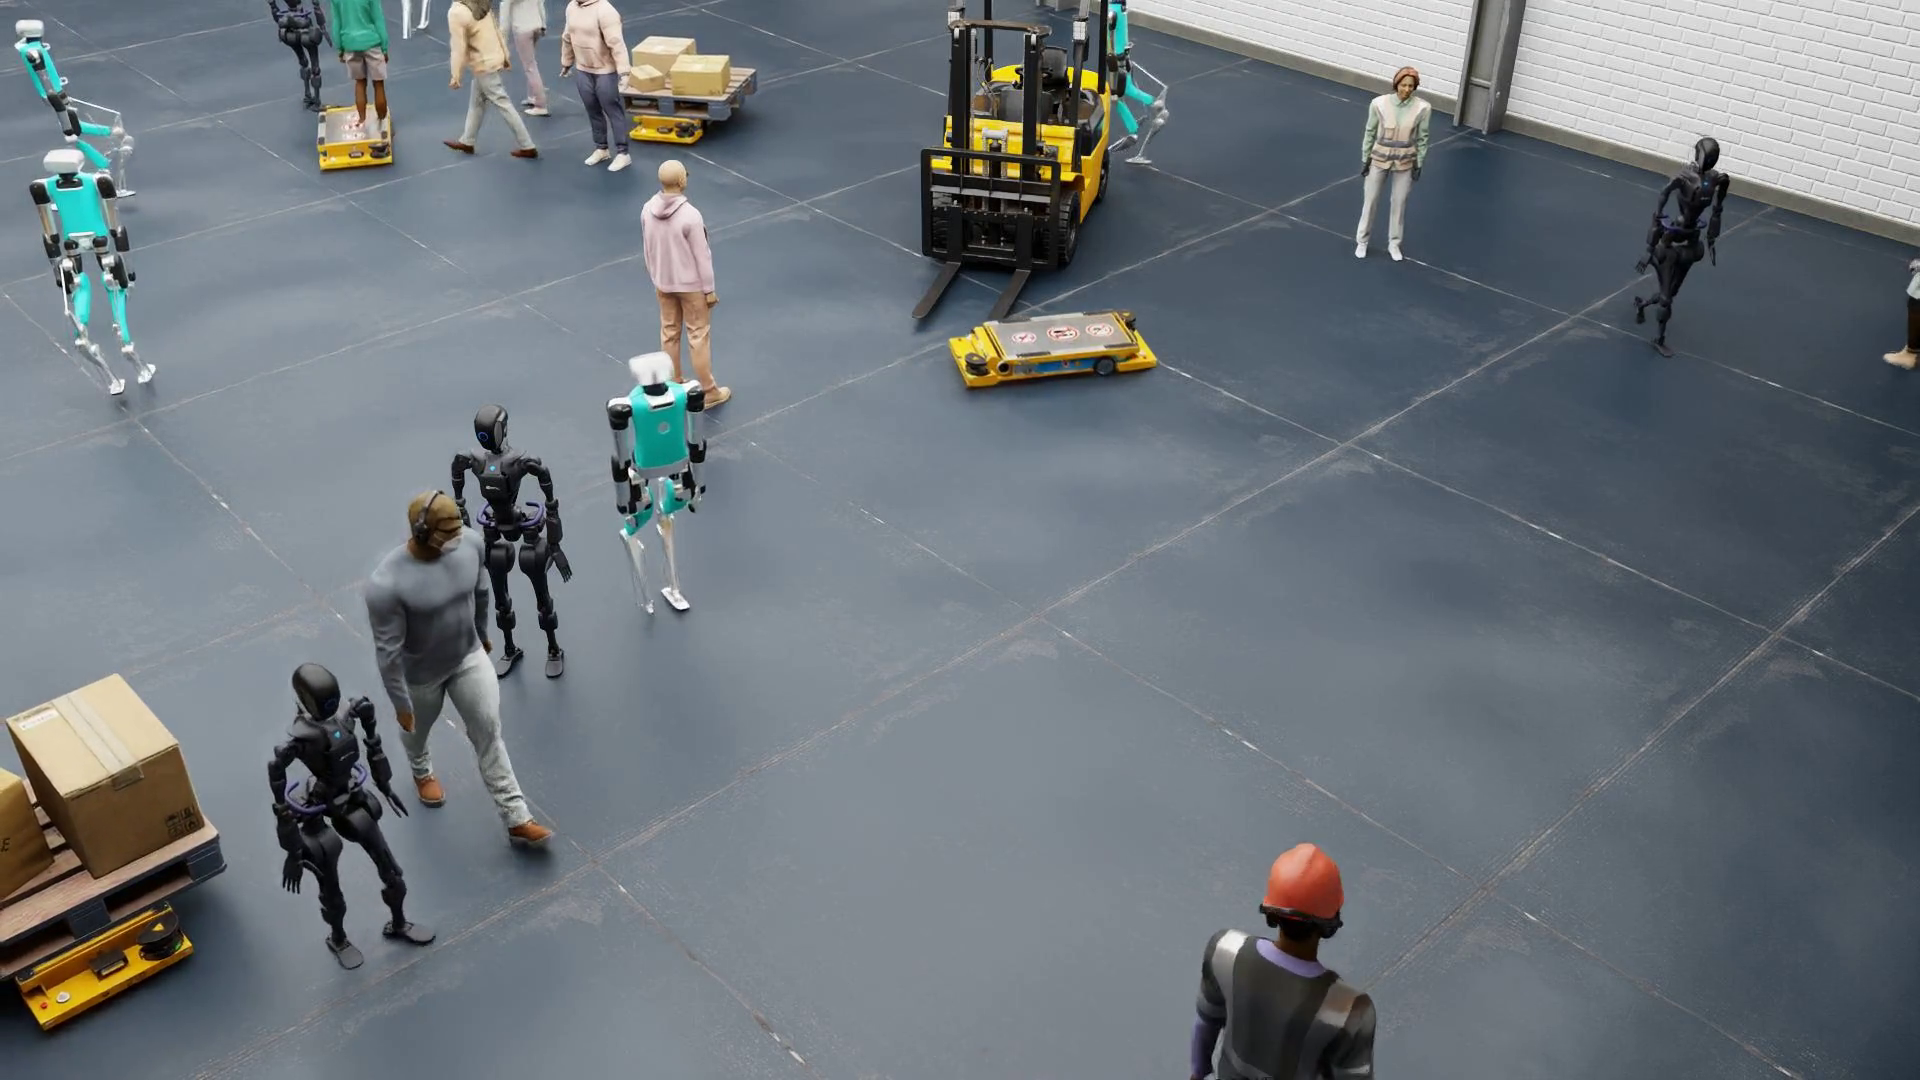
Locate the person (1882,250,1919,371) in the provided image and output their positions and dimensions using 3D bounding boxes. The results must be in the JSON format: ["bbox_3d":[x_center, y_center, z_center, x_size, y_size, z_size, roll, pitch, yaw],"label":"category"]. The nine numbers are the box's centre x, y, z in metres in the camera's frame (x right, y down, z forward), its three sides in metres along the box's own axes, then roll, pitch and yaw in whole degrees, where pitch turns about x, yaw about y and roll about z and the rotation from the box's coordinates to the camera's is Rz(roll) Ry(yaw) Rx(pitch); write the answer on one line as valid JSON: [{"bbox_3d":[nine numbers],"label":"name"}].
[{"bbox_3d":[7.143,-2.006,11.963,0.598,1.694,0.312,-6,33,-9],"label":"person"}]

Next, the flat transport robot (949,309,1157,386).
[{"bbox_3d":[0.686,-1.429,12.370,1.431,0.231,0.659,-7,34,-10],"label":"flat transport robot"}]

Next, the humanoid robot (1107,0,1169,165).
[{"bbox_3d":[1.589,-4.201,15.290,0.922,1.766,0.540,9,34,13],"label":"humanoid robot"}]

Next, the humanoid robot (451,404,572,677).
[{"bbox_3d":[-2.370,0.017,8.843,0.599,1.657,0.315,2,33,3],"label":"humanoid robot"}]

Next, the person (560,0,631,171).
[{"bbox_3d":[-3.370,-4.396,15.479,0.817,1.854,0.434,18,37,26],"label":"person"}]

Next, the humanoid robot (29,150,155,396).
[{"bbox_3d":[-6.009,-1.746,11.530,0.535,1.786,0.859,-9,34,-14],"label":"humanoid robot"}]

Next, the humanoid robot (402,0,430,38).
[{"bbox_3d":[-6.329,-6.664,19.120,0.544,1.828,0.761,2,33,3],"label":"humanoid robot"}]

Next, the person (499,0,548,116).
[{"bbox_3d":[-4.455,-5.152,16.726,0.572,1.747,0.541,15,36,21],"label":"person"}]

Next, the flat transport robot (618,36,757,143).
[{"bbox_3d":[-2.773,-4.348,16.856,0.659,0.231,1.431,7,34,11],"label":"flat transport robot"}]

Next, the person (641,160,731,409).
[{"bbox_3d":[-1.922,-1.744,11.463,0.523,1.784,0.405,16,36,23],"label":"person"}]

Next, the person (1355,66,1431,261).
[{"bbox_3d":[3.550,-3.086,13.668,0.513,1.633,0.316,6,33,9],"label":"person"}]

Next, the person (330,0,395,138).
[{"bbox_3d":[-5.781,-4.759,16.065,0.522,1.823,0.481,-1,33,-1],"label":"person"}]

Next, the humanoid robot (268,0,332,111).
[{"bbox_3d":[-6.692,-5.220,16.900,0.593,1.648,0.376,6,34,10],"label":"humanoid robot"}]

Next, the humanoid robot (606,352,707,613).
[{"bbox_3d":[-1.730,-0.326,9.332,0.530,1.766,0.781,-16,36,-23],"label":"humanoid robot"}]

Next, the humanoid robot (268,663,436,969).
[{"bbox_3d":[-2.650,1.176,7.085,0.481,1.635,0.612,19,37,26],"label":"humanoid robot"}]

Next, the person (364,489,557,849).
[{"bbox_3d":[-2.400,0.595,7.795,1.060,1.867,0.657,28,43,36],"label":"person"}]

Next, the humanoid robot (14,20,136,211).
[{"bbox_3d":[-7.638,-3.679,14.477,0.978,1.735,0.541,-18,37,-25],"label":"humanoid robot"}]

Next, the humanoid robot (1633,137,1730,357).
[{"bbox_3d":[5.302,-2.245,12.363,0.611,1.635,0.693,-7,34,-10],"label":"humanoid robot"}]

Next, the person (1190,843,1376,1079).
[{"bbox_3d":[1.091,1.899,5.677,0.675,2.020,0.538,24,40,32],"label":"person"}]

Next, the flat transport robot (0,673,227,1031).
[{"bbox_3d":[-4.153,1.631,7.666,0.659,0.231,1.431,-28,42,-36],"label":"flat transport robot"}]

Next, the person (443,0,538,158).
[{"bbox_3d":[-4.539,-4.465,15.627,1.016,1.798,0.568,4,33,7],"label":"person"}]

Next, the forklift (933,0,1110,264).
[{"bbox_3d":[0.570,-3.725,14.138,1.214,2.155,2.313,9,34,13],"label":"forklift"}]

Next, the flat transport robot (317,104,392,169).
[{"bbox_3d":[-5.917,-3.967,16.271,0.659,0.231,1.431,-9,34,-14],"label":"flat transport robot"}]
